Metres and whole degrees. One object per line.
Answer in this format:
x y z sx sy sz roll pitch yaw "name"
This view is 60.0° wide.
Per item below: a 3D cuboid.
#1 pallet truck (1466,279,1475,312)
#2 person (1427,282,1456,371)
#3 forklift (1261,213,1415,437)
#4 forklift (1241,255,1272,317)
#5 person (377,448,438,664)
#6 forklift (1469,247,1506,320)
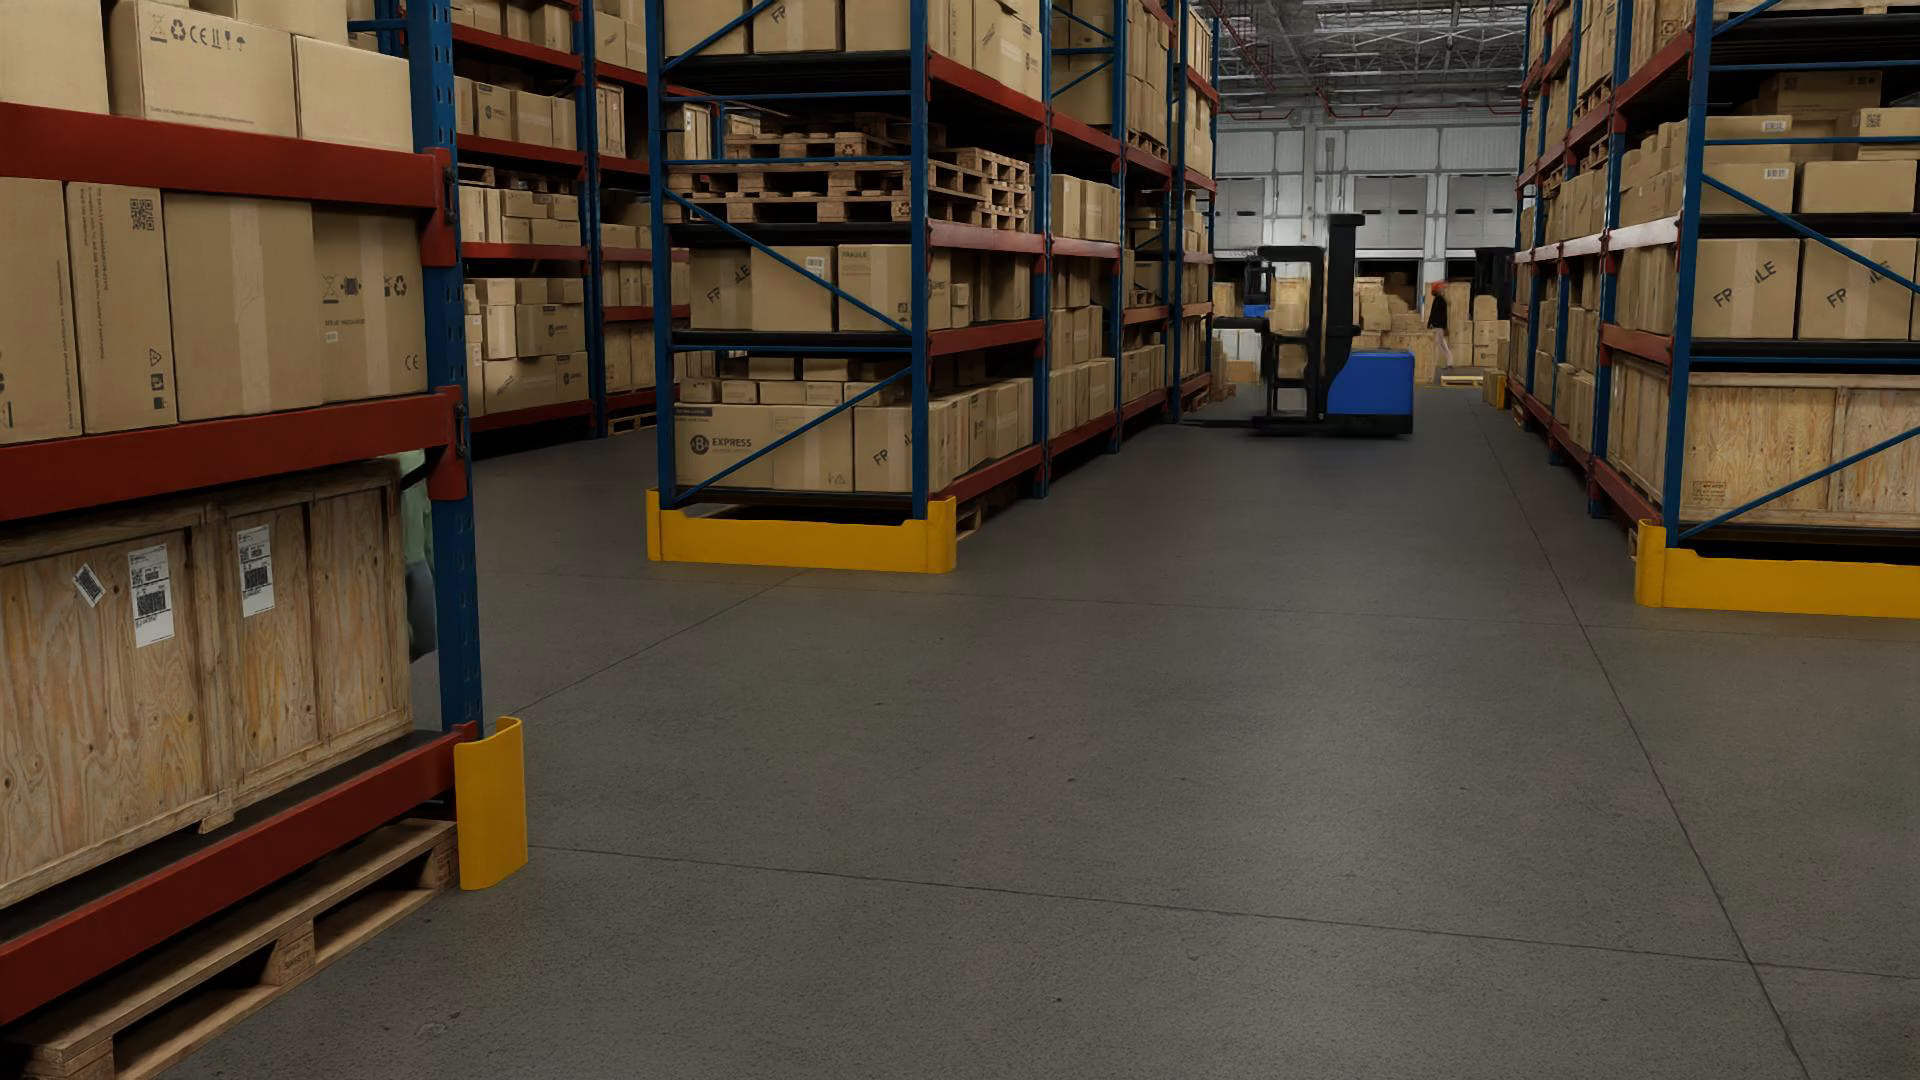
18.896 -8.459 60.307 1.885 1.965 0.823 5 10 31 "pallet truck"
10.407 -4.659 36.343 1.026 1.938 0.643 0 9 2 "person"
4.890 -2.761 21.315 1.873 2.768 1.129 2 9 15 "forklift"
10.551 -8.662 58.805 1.129 2.768 1.873 2 9 15 "forklift"
-2.436 0.115 7.033 0.459 1.615 0.514 4 10 26 "person"
13.730 -6.220 43.289 1.873 2.768 1.129 -3 9 -17 "forklift"
